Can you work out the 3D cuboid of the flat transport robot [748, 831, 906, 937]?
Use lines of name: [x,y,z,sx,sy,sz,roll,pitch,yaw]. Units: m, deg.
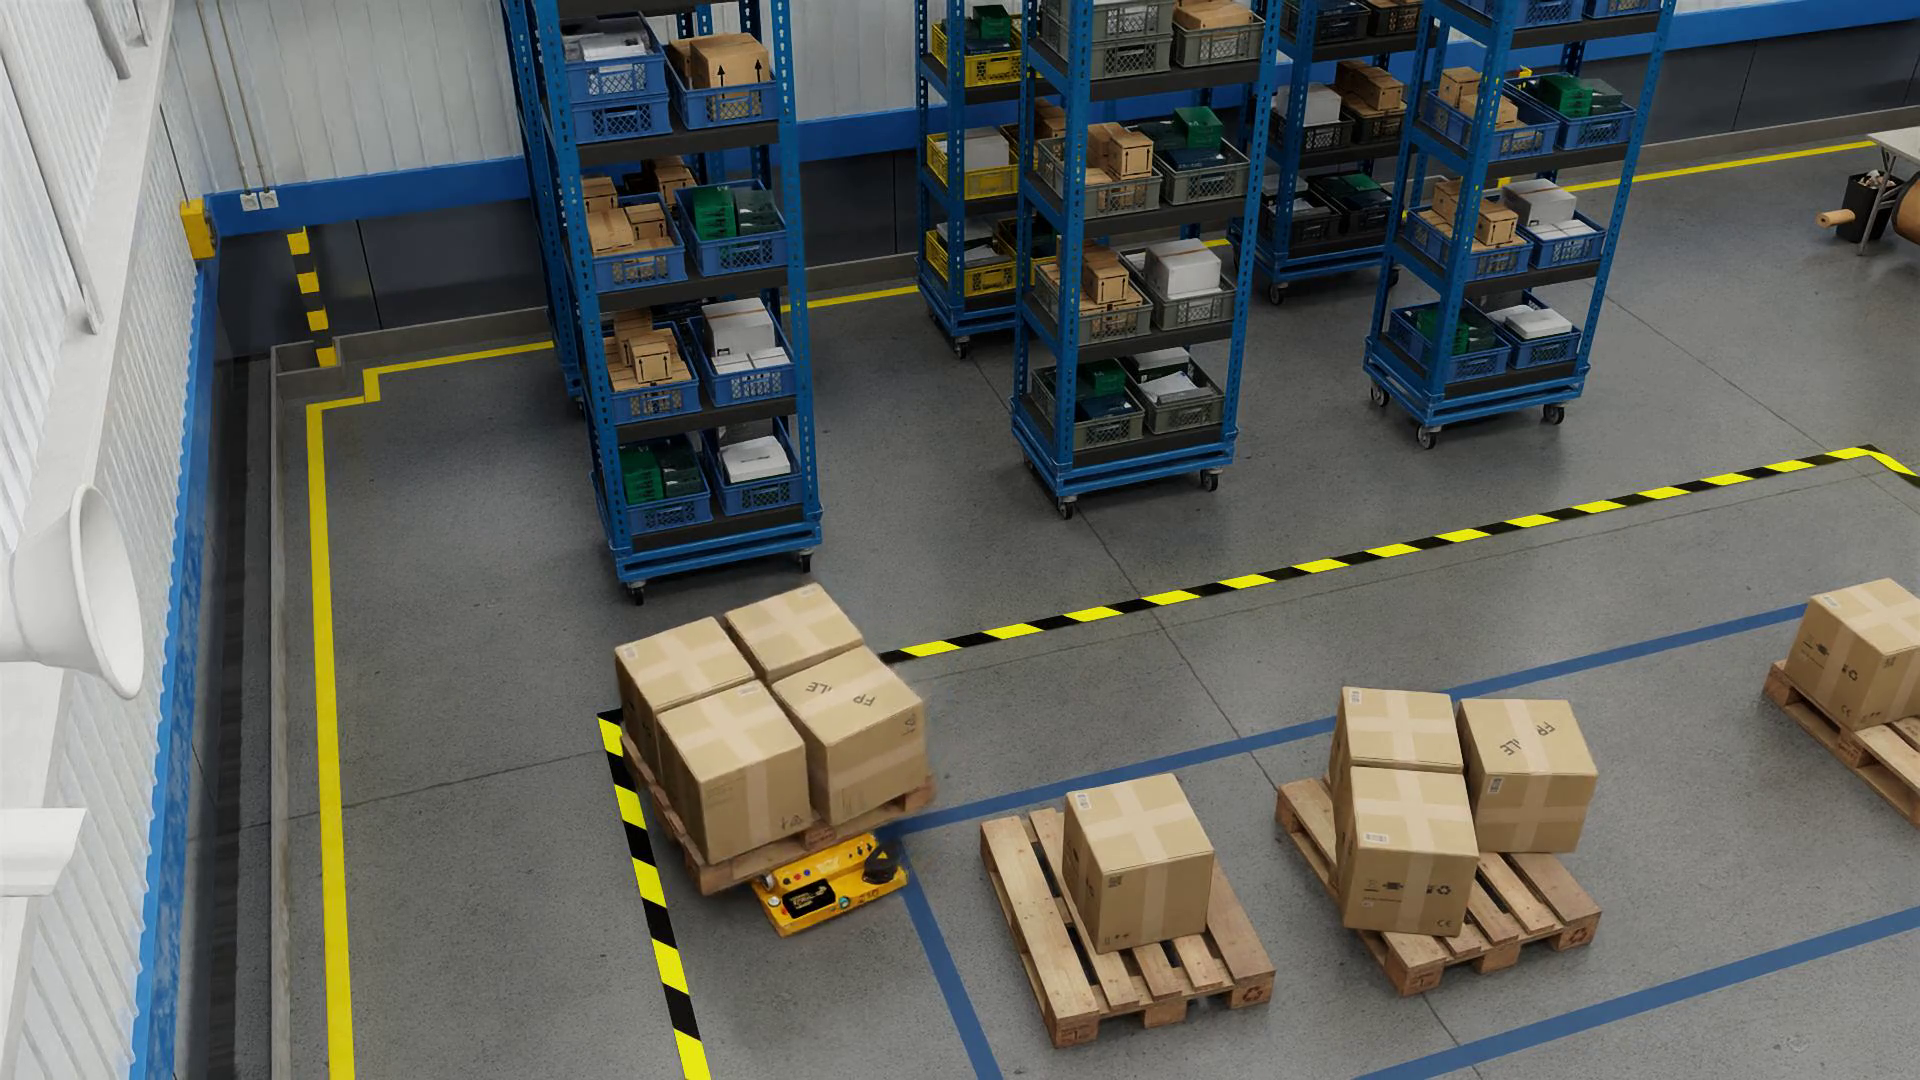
flat transport robot: [-0.886,1.297,8.192,0.652,0.197,1.431,-18,39,-24]
